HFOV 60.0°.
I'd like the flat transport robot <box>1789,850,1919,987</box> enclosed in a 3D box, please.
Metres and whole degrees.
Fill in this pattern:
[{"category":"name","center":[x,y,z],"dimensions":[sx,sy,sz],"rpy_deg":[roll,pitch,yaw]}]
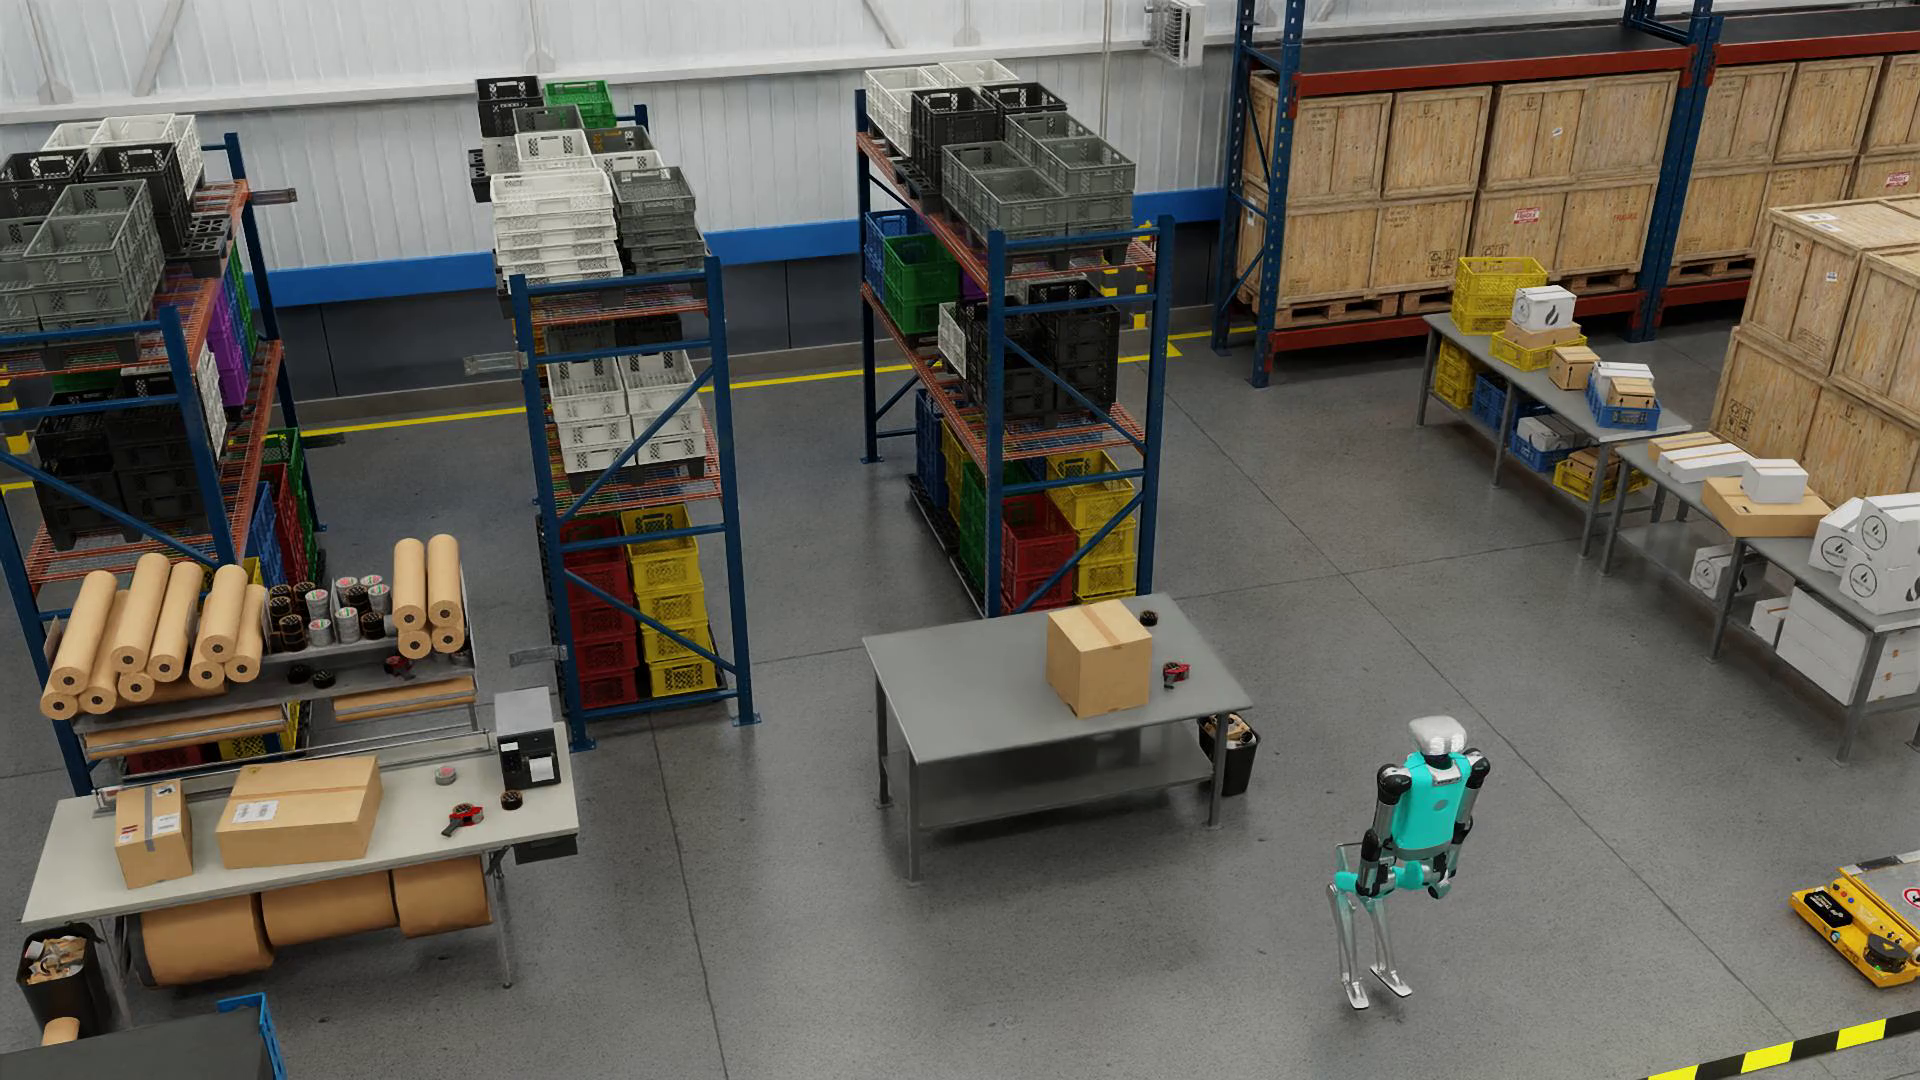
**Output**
[{"category":"flat transport robot","center":[5.163,1.916,8.676],"dimensions":[1.431,0.231,0.659],"rpy_deg":[-8,30,-14]}]

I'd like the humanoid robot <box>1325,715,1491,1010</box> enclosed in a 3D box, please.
[{"category":"humanoid robot","center":[2.029,1.438,7.880],"dimensions":[0.533,1.677,0.735],"rpy_deg":[-8,30,-15]}]
